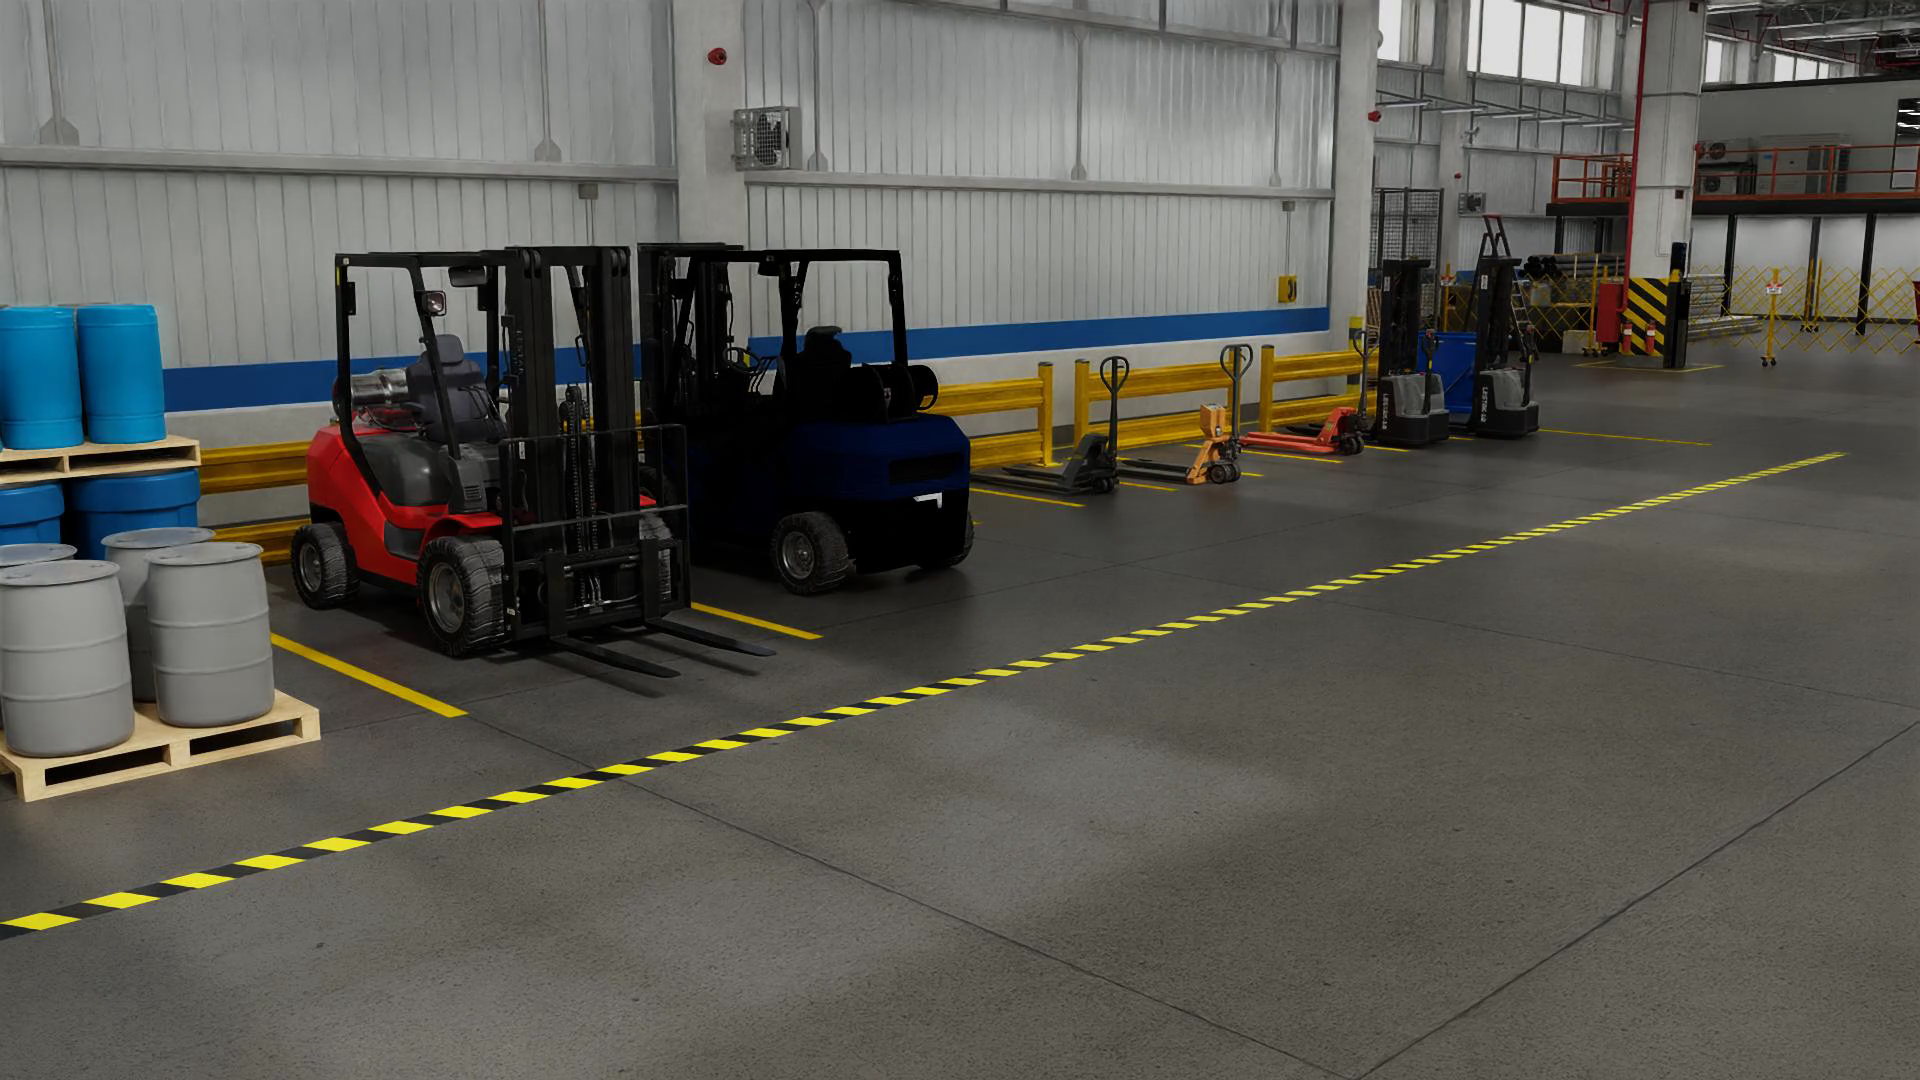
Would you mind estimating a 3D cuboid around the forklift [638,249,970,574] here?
[{"bbox_3d":[-1.173,-0.958,11.239,2.680,1.987,1.157,10,14,43],"label":"forklift"}]

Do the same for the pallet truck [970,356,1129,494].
[{"bbox_3d":[0.784,-1.085,14.876,0.680,1.201,1.601,-10,14,-44],"label":"pallet truck"}]

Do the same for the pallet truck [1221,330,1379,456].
[{"bbox_3d":[3.563,-1.581,17.381,0.653,1.274,1.630,-10,14,-44],"label":"pallet truck"}]

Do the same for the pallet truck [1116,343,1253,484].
[{"bbox_3d":[1.962,-1.215,15.415,1.522,1.261,0.704,10,14,43],"label":"pallet truck"}]

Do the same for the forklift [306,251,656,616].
[{"bbox_3d":[-2.833,-0.669,9.694,1.157,1.987,2.680,-10,14,-44],"label":"forklift"}]

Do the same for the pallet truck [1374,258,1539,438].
[{"bbox_3d":[5.704,-2.208,18.901,1.885,1.965,0.823,10,14,43],"label":"pallet truck"}]

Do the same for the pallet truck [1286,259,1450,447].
[{"bbox_3d":[4.493,-2.078,18.196,0.823,1.965,1.885,-9,14,-40],"label":"pallet truck"}]
